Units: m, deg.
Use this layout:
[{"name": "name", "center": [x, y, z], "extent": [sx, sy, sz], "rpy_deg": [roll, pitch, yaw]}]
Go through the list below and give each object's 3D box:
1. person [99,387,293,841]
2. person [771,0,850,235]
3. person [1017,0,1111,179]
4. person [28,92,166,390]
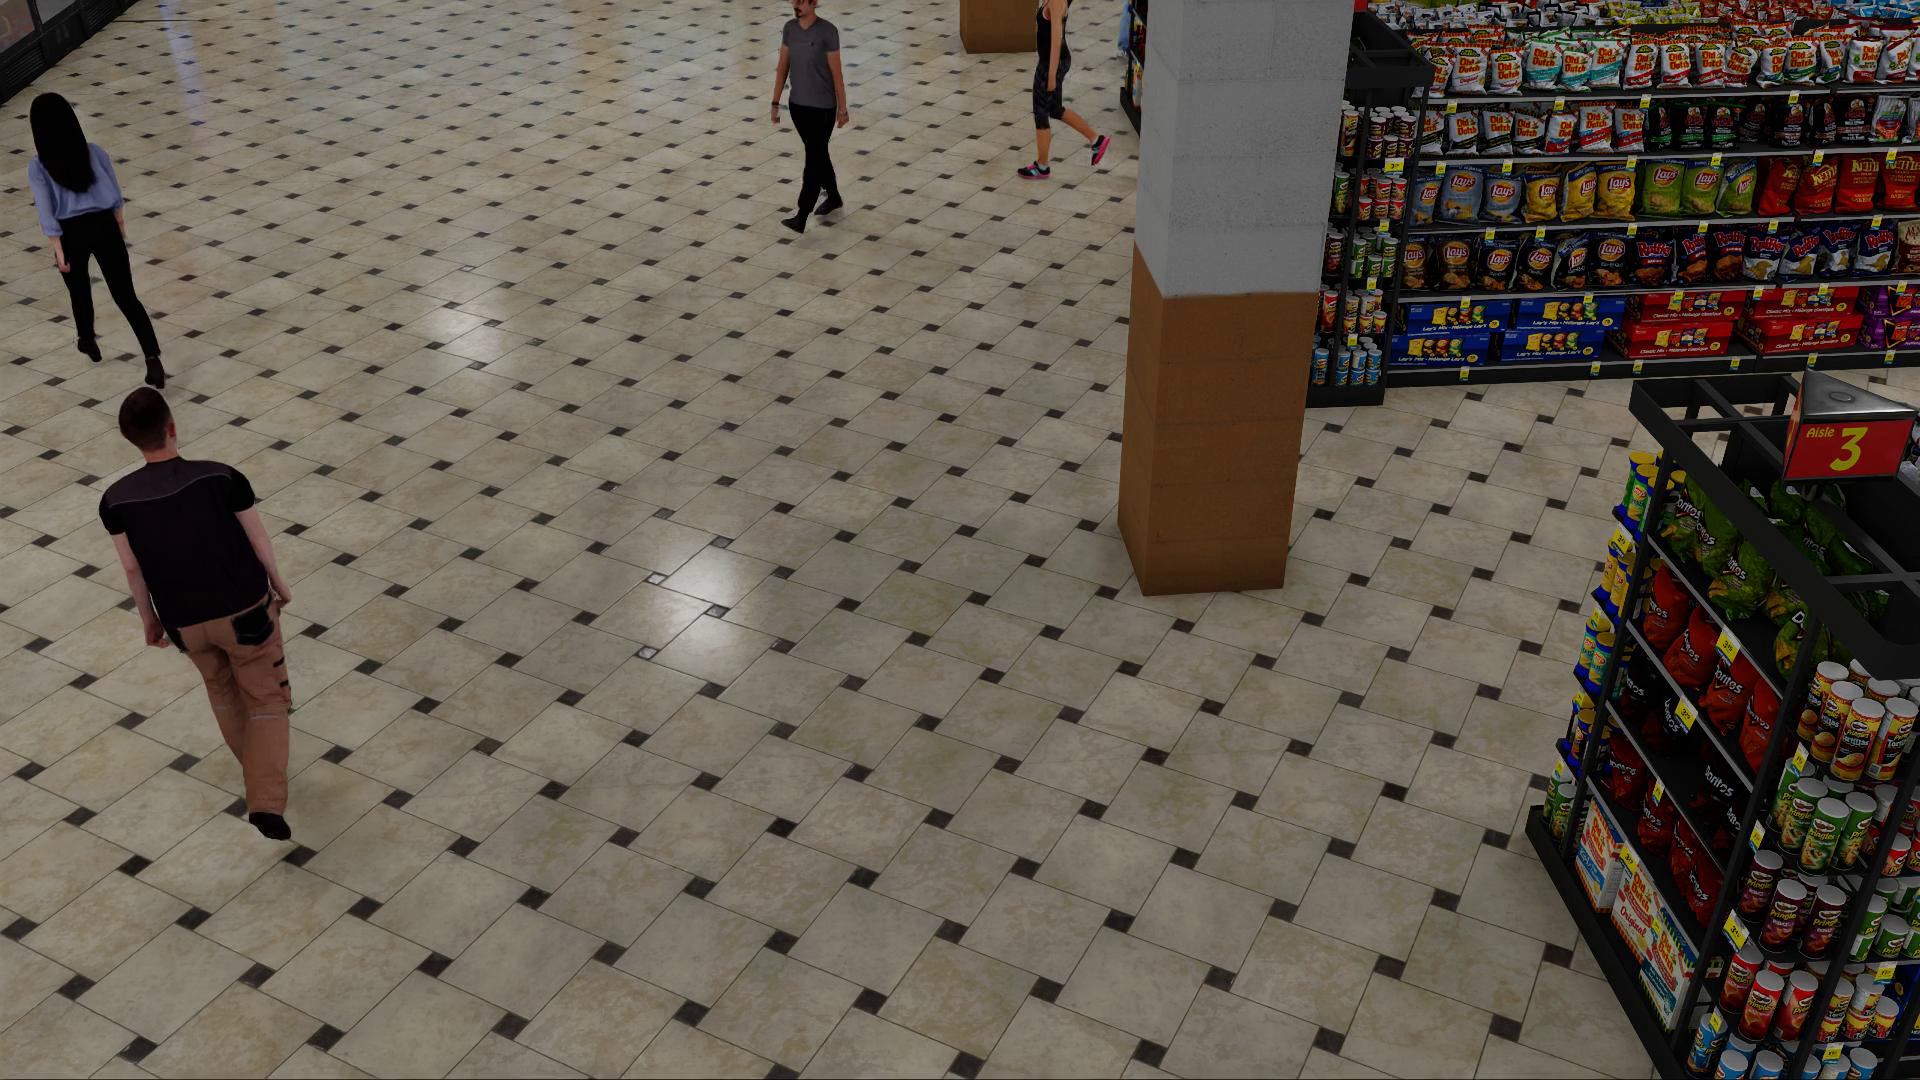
[{"name": "person", "center": [-2.814, 0.314, 6.256], "extent": [1.060, 1.812, 0.810], "rpy_deg": [-5, 32, -9]}, {"name": "person", "center": [-0.992, -3.092, 11.822], "extent": [1.133, 1.716, 1.134], "rpy_deg": [19, 37, 28]}, {"name": "person", "center": [0.795, -3.566, 12.588], "extent": [0.987, 1.711, 0.718], "rpy_deg": [4, 32, 7]}, {"name": "person", "center": [-4.917, -1.645, 9.520], "extent": [1.204, 1.691, 1.174], "rpy_deg": [26, 40, 35]}]
